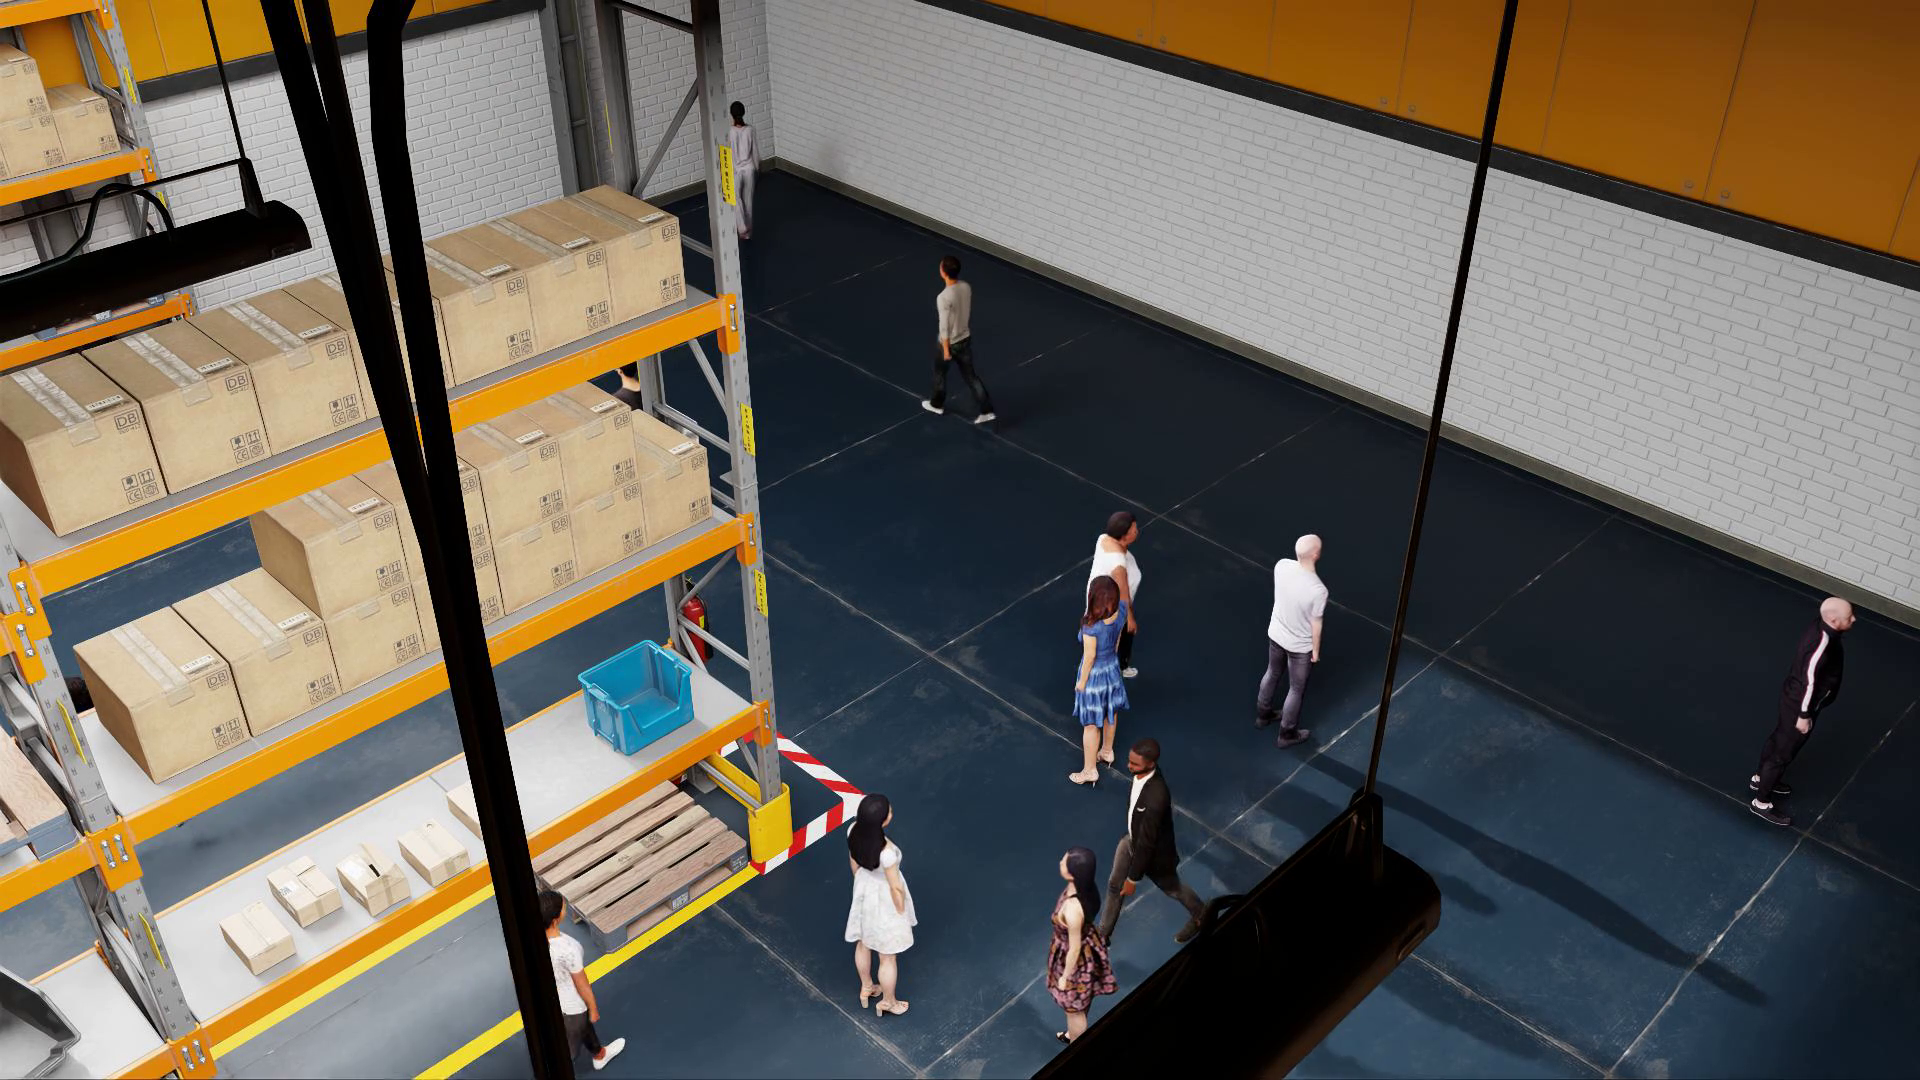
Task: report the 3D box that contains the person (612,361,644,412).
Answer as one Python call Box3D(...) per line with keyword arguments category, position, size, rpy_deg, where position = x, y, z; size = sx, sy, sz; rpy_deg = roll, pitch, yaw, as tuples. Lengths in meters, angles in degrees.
Box3D(category="person", position=(-2.930, -0.928, 15.053), size=(0.686, 1.717, 0.495), rpy_deg=(26, 42, 34))

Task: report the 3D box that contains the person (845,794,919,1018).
Box3D(category="person", position=(-0.501, 2.247, 10.223), size=(0.627, 1.775, 0.608), rpy_deg=(29, 43, 36))

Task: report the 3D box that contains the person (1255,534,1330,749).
Box3D(category="person", position=(2.482, 0.733, 12.451), size=(0.637, 1.830, 0.688), rpy_deg=(-21, 39, -28))

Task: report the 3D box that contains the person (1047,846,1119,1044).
Box3D(category="person", position=(0.681, 2.482, 9.871), size=(0.847, 1.773, 0.766), rpy_deg=(9, 35, 13))

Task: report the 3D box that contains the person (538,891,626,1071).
Box3D(category="person", position=(-2.352, 2.715, 9.664), size=(0.683, 1.613, 1.103), rpy_deg=(23, 40, 30))

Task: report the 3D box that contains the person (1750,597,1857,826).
Box3D(category="person", position=(5.959, 1.161, 11.801), size=(0.807, 1.837, 0.644), rpy_deg=(15, 36, 21))

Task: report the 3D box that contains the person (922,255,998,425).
Box3D(category="person", position=(0.031, -1.953, 16.537), size=(0.736, 1.781, 1.065), rpy_deg=(27, 42, 34))

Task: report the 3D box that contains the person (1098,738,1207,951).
Box3D(category="person", position=(1.296, 1.974, 10.653), size=(1.313, 1.754, 1.076), rpy_deg=(-9, 35, -13))

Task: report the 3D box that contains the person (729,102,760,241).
Box3D(category="person", position=(-2.652, -4.469, 20.341), size=(0.804, 1.759, 0.837), rpy_deg=(-8, 35, -12))

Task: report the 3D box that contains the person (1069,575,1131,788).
Box3D(category="person", position=(1.002, 1.011, 12.054), size=(0.760, 1.806, 0.555), rpy_deg=(22, 39, 29))

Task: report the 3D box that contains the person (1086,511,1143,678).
Box3D(category="person", position=(1.120, 0.521, 12.913), size=(0.895, 1.673, 0.838), rpy_deg=(-1, 34, -2))

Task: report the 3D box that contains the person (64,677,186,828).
Box3D(category="person", position=(-5.800, 1.589, 11.362), size=(0.934, 1.609, 0.662), rpy_deg=(-20, 39, -28))
